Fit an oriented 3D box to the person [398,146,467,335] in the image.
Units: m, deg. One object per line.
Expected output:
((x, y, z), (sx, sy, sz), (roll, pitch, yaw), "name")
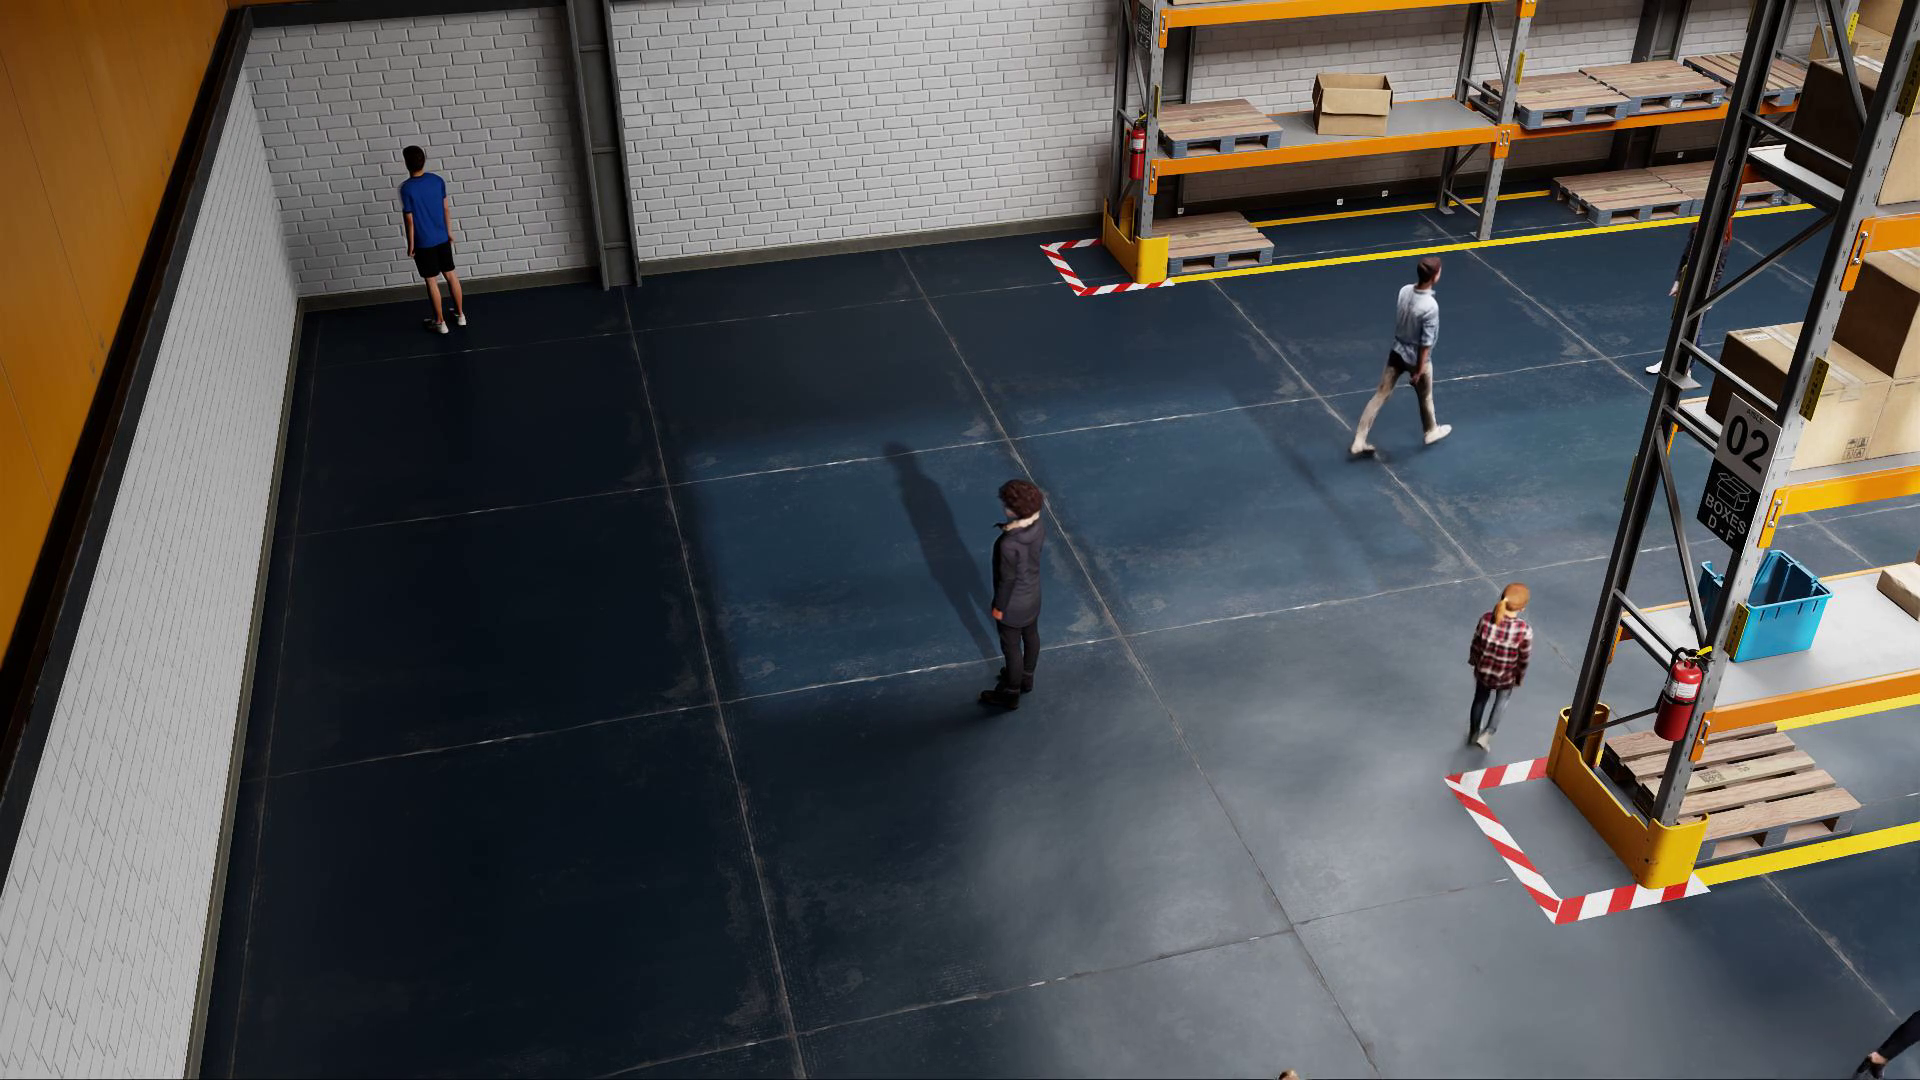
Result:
((-5.117, -2.917, 16.068), (0.807, 1.866, 0.705), (27, 42, 34), "person")

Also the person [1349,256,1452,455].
((3.693, -1.497, 13.990), (1.297, 1.800, 0.854), (-16, 37, -23), "person")

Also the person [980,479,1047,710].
((0.396, 0.357, 11.218), (0.797, 1.781, 0.732), (19, 38, 27), "person")

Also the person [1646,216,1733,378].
((6.727, -2.291, 15.196), (0.633, 1.787, 0.631), (-19, 38, -27), "person")

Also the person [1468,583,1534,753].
((3.498, 0.867, 10.891), (0.714, 1.294, 0.774), (17, 37, 24), "person")
